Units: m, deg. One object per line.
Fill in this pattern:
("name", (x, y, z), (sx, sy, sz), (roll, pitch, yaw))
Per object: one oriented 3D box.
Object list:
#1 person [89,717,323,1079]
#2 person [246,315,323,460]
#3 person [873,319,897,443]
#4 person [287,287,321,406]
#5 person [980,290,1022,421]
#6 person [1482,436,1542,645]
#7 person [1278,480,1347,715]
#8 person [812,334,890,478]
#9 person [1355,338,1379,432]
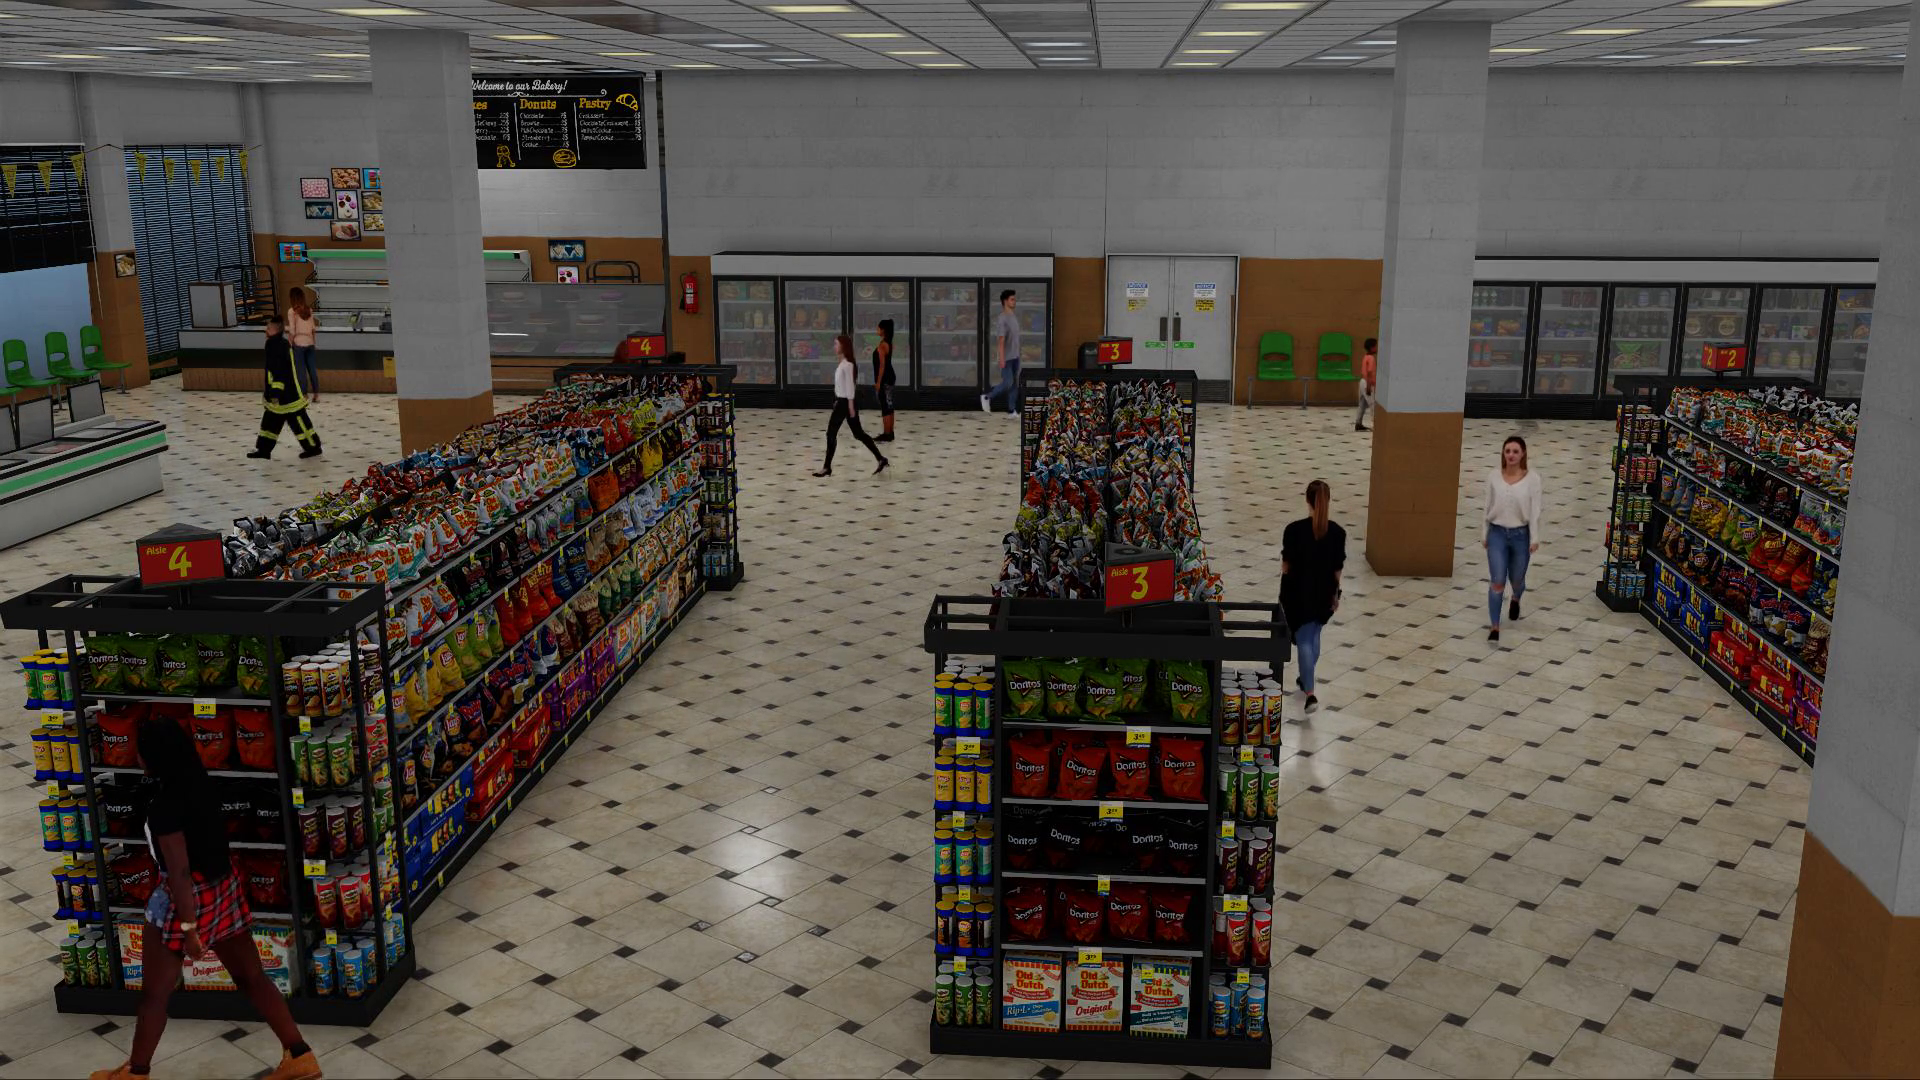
("person", (-3.082, 1.587, 6.959), (0.740, 1.669, 1.137), (0, 14, -1))
("person", (-8.445, -1.886, 20.971), (1.203, 1.815, 1.217), (-7, 15, -28))
("person", (-1.008, -2.166, 22.455), (0.671, 1.659, 0.494), (3, 14, 14))
("person", (-10.096, -2.988, 25.565), (0.737, 1.790, 0.632), (10, 17, 36))
("person", (0.628, -2.646, 23.980), (0.957, 1.873, 0.998), (7, 15, 26))
("person", (4.494, -0.013, 13.557), (0.851, 1.669, 1.147), (6, 15, 24))
("person", (2.492, 0.432, 11.764), (0.649, 1.650, 1.107), (0, 14, 1))
("person", (-1.261, -1.557, 19.819), (0.720, 1.719, 1.111), (0, 14, 0))
("person", (5.620, -2.145, 23.135), (0.602, 1.298, 0.653), (0, 14, 2))
